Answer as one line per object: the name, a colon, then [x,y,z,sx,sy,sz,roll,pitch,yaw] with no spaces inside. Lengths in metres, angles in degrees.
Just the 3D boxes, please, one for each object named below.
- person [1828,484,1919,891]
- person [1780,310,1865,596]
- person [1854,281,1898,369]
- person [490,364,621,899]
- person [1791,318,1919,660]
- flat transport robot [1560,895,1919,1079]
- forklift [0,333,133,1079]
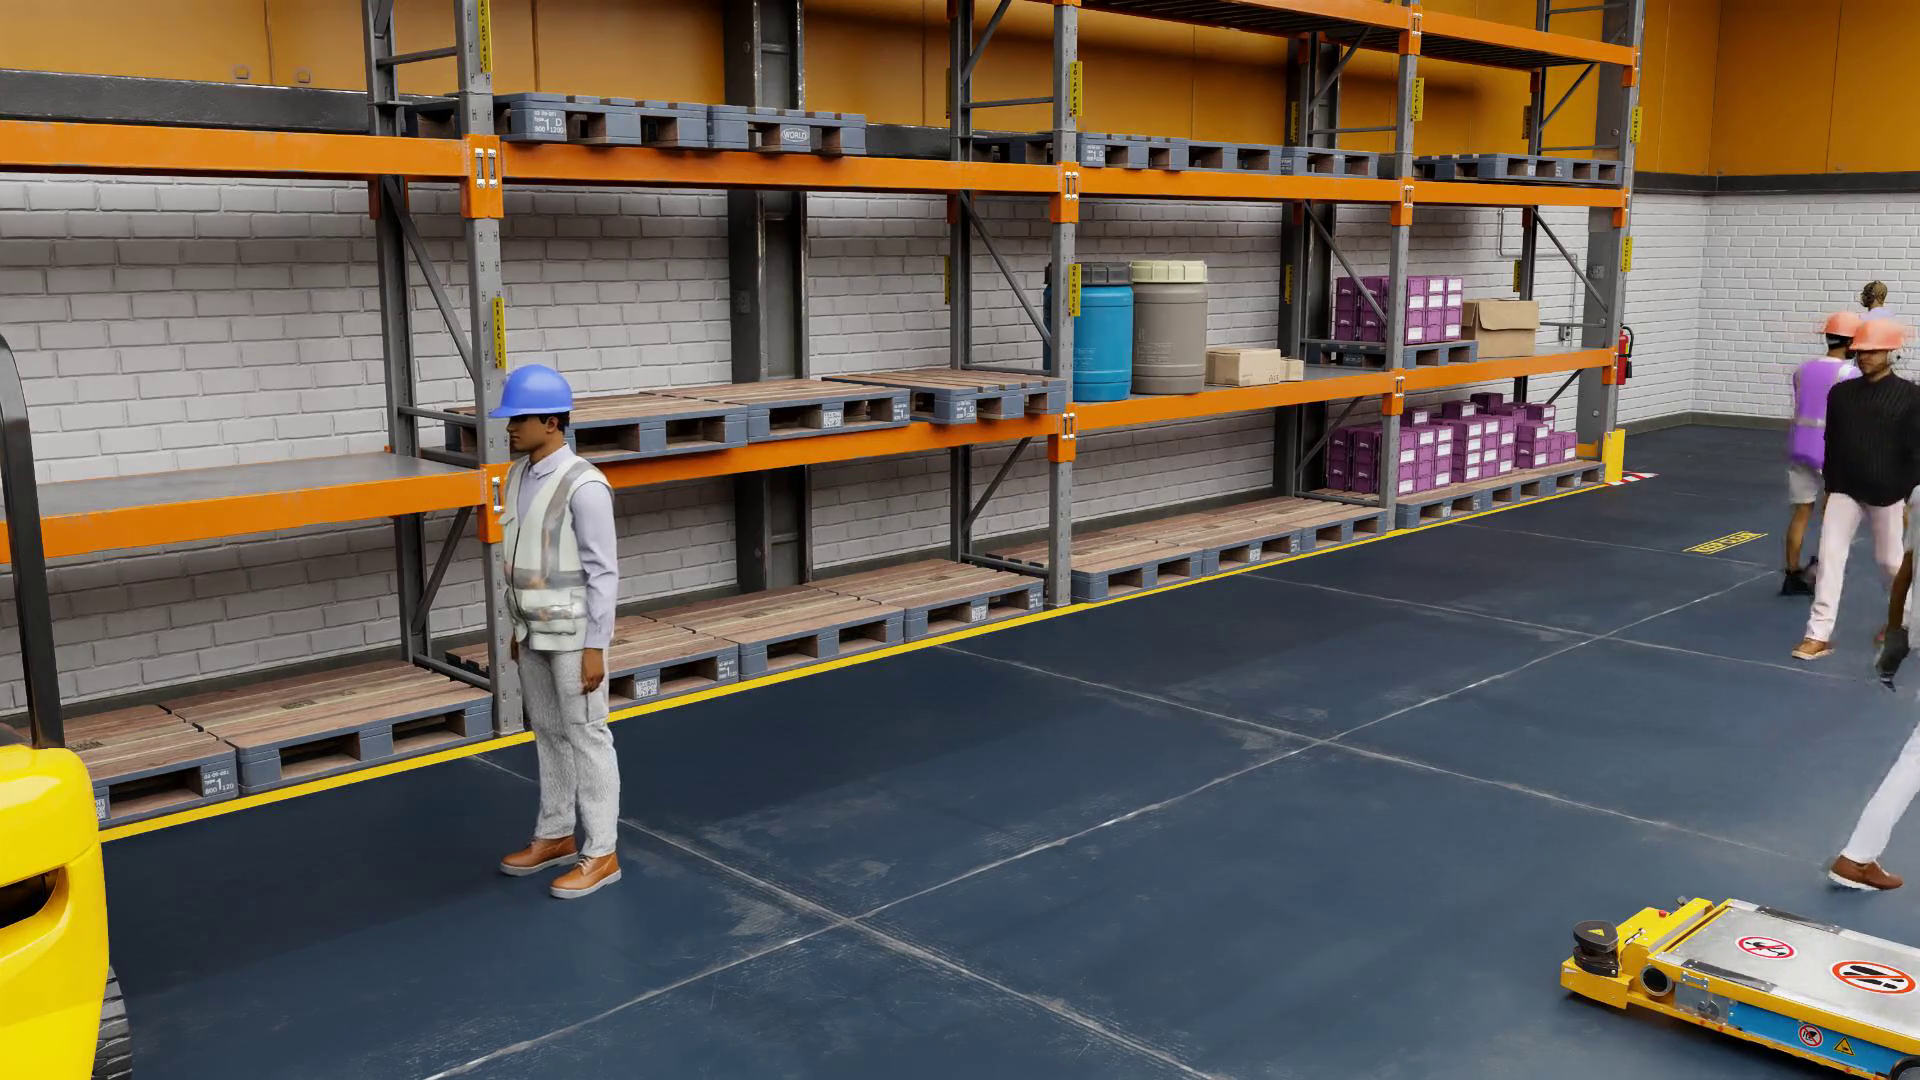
person: [3.664,0.400,6.078,0.979,1.818,0.537,-2,11,-9]
person: [5.732,-0.557,11.016,0.458,1.915,0.559,-4,11,-22]
person: [9.391,-1.701,17.197,0.630,1.940,0.372,-8,13,-38]
person: [-1.479,0.332,6.087,0.406,1.947,0.606,-10,14,-43]
person: [5.242,-0.301,9.549,1.003,1.951,0.626,-7,12,-33]
flat transport robot: [2.633,1.374,4.980,0.652,0.197,1.431,-10,15,-44]
forklift: [-3.289,0.485,4.582,1.214,2.155,2.313,-10,14,-44]
